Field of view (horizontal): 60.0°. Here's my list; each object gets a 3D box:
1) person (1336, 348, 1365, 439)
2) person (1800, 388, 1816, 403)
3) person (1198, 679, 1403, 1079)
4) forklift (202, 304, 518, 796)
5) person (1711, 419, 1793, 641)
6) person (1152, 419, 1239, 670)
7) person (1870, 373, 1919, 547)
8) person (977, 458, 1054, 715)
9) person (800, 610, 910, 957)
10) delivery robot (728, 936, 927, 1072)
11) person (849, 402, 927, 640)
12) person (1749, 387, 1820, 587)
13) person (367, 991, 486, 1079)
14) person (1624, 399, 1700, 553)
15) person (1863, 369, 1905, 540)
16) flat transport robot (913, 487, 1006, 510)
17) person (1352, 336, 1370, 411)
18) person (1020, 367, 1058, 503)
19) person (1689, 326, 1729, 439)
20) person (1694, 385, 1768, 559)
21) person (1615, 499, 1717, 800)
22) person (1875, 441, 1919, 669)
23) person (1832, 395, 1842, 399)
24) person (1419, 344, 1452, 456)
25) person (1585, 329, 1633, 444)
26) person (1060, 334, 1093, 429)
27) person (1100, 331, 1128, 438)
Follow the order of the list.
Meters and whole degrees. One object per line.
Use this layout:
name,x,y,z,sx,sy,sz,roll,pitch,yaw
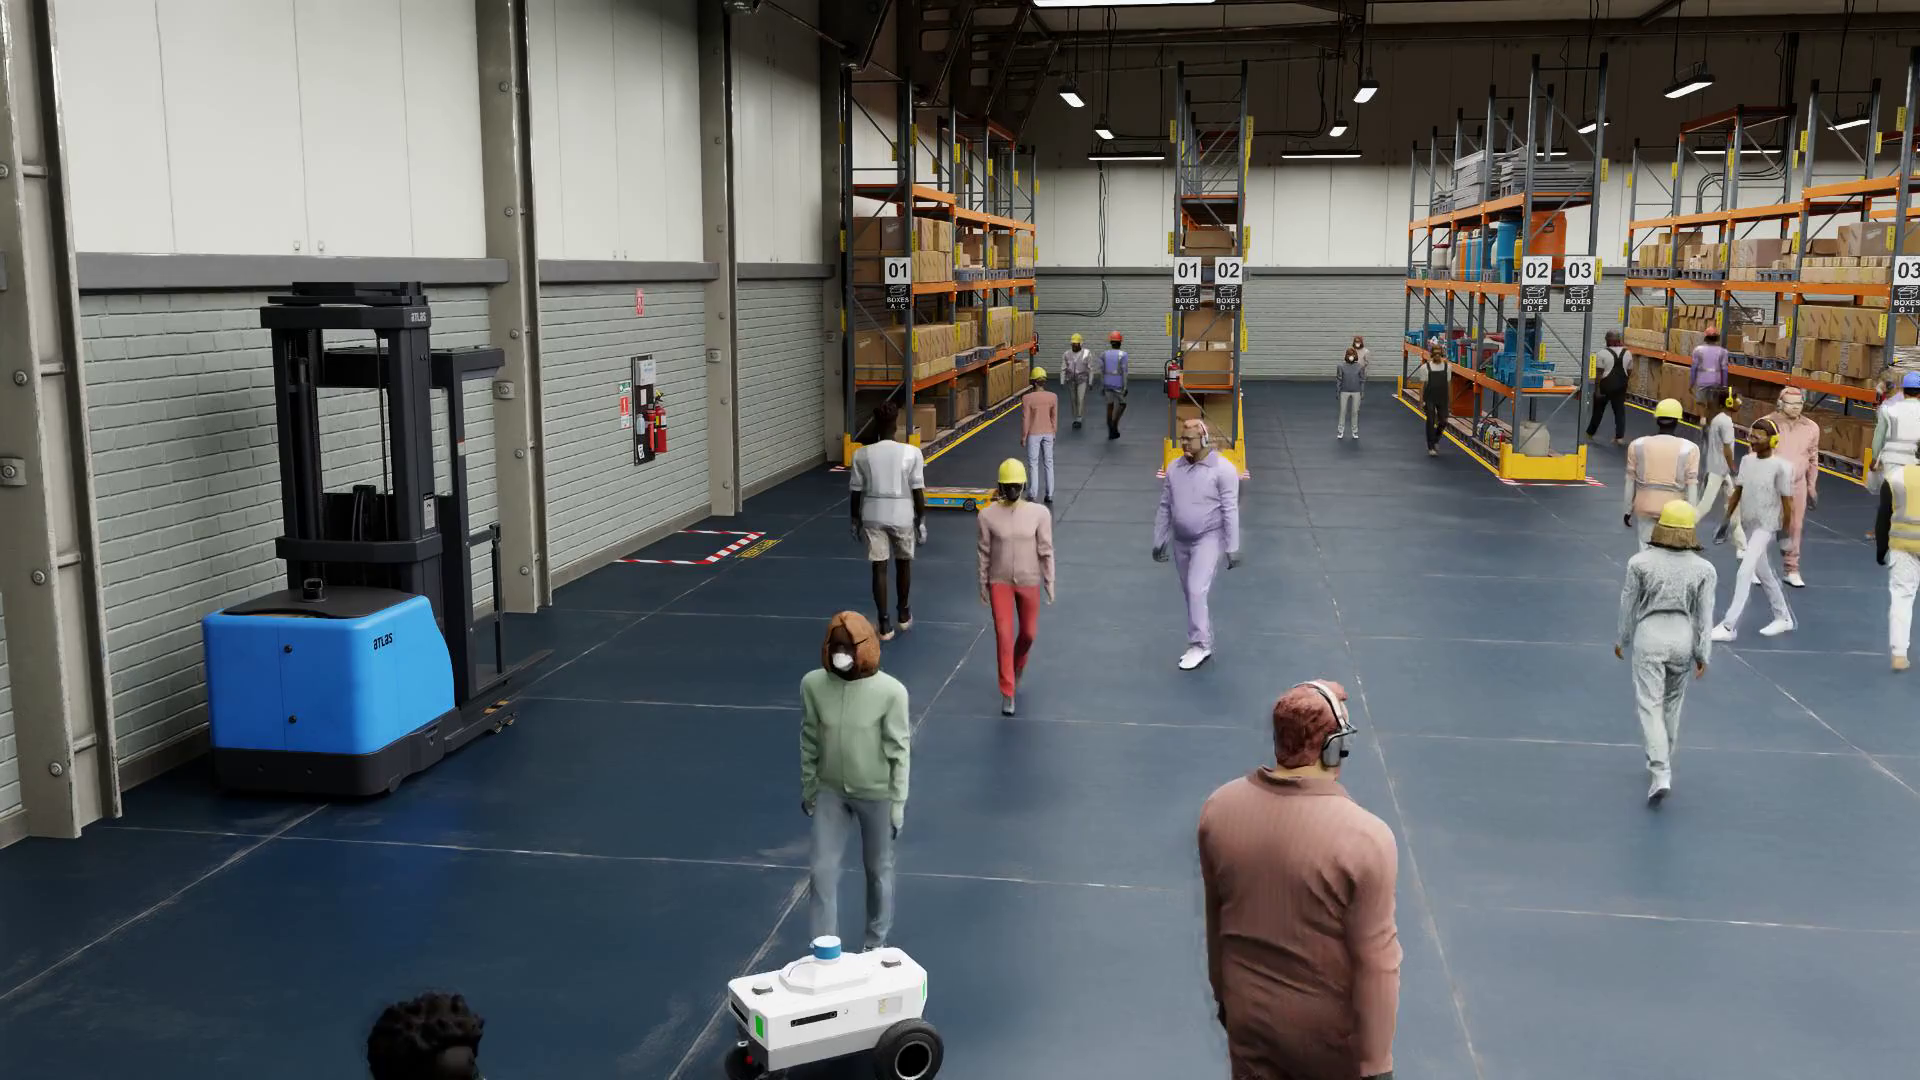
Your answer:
person,7.012,-2.639,29.889,0.507,1.632,0.272,1,9,9
person,19.179,-3.975,37.581,0.626,1.816,0.444,6,11,34
person,0.969,1.322,4.659,0.431,1.891,0.676,-8,12,-41
forklift,-3.673,-0.038,10.147,1.129,2.768,1.873,1,9,9
person,6.533,-0.091,13.628,0.966,1.825,0.509,-2,9,-12
person,1.730,0.032,12.626,0.708,1.882,0.683,-8,12,-42
person,10.362,-0.890,18.289,0.604,1.892,0.993,3,10,17
person,0.377,0.279,11.559,0.533,1.738,0.741,0,9,-3
person,-0.476,1.100,6.883,0.527,1.600,0.740,3,10,18
delivery robot,-0.492,1.718,6.183,0.707,0.478,0.477,-5,10,-27
person,-0.587,-0.182,13.805,0.640,1.928,0.885,0,9,2
person,7.894,-0.513,15.948,0.666,1.909,0.405,1,9,8
person,-1.035,1.658,3.327,0.874,1.658,0.528,9,13,44
person,6.078,-0.272,14.444,0.599,1.911,0.522,5,10,28
person,10.443,-0.951,18.628,0.483,1.917,0.630,3,10,16
flat transport robot,-0.145,-0.540,21.271,1.431,0.197,0.652,1,9,9
person,8.600,-3.620,36.014,0.504,1.610,0.670,3,10,17
person,1.024,-1.358,21.581,0.525,1.772,0.304,-4,10,-26
person,13.373,-2.804,29.690,0.637,2.030,0.686,2,9,11
person,7.955,-0.711,17.447,0.985,1.828,0.517,4,10,25
person,4.077,0.616,9.596,0.488,1.708,0.847,1,9,8
person,7.365,0.066,12.745,0.644,1.783,1.008,6,11,34
person,20.731,-4.256,38.859,0.847,1.953,0.659,1,9,4
person,7.738,-2.277,27.055,0.533,1.827,0.420,1,9,5
person,11.361,-2.694,29.113,0.699,2.000,1.014,-1,9,-7
person,2.202,-3.025,31.778,0.623,1.790,0.870,3,10,19
person,2.795,-2.793,29.942,0.571,1.923,0.398,6,11,32
